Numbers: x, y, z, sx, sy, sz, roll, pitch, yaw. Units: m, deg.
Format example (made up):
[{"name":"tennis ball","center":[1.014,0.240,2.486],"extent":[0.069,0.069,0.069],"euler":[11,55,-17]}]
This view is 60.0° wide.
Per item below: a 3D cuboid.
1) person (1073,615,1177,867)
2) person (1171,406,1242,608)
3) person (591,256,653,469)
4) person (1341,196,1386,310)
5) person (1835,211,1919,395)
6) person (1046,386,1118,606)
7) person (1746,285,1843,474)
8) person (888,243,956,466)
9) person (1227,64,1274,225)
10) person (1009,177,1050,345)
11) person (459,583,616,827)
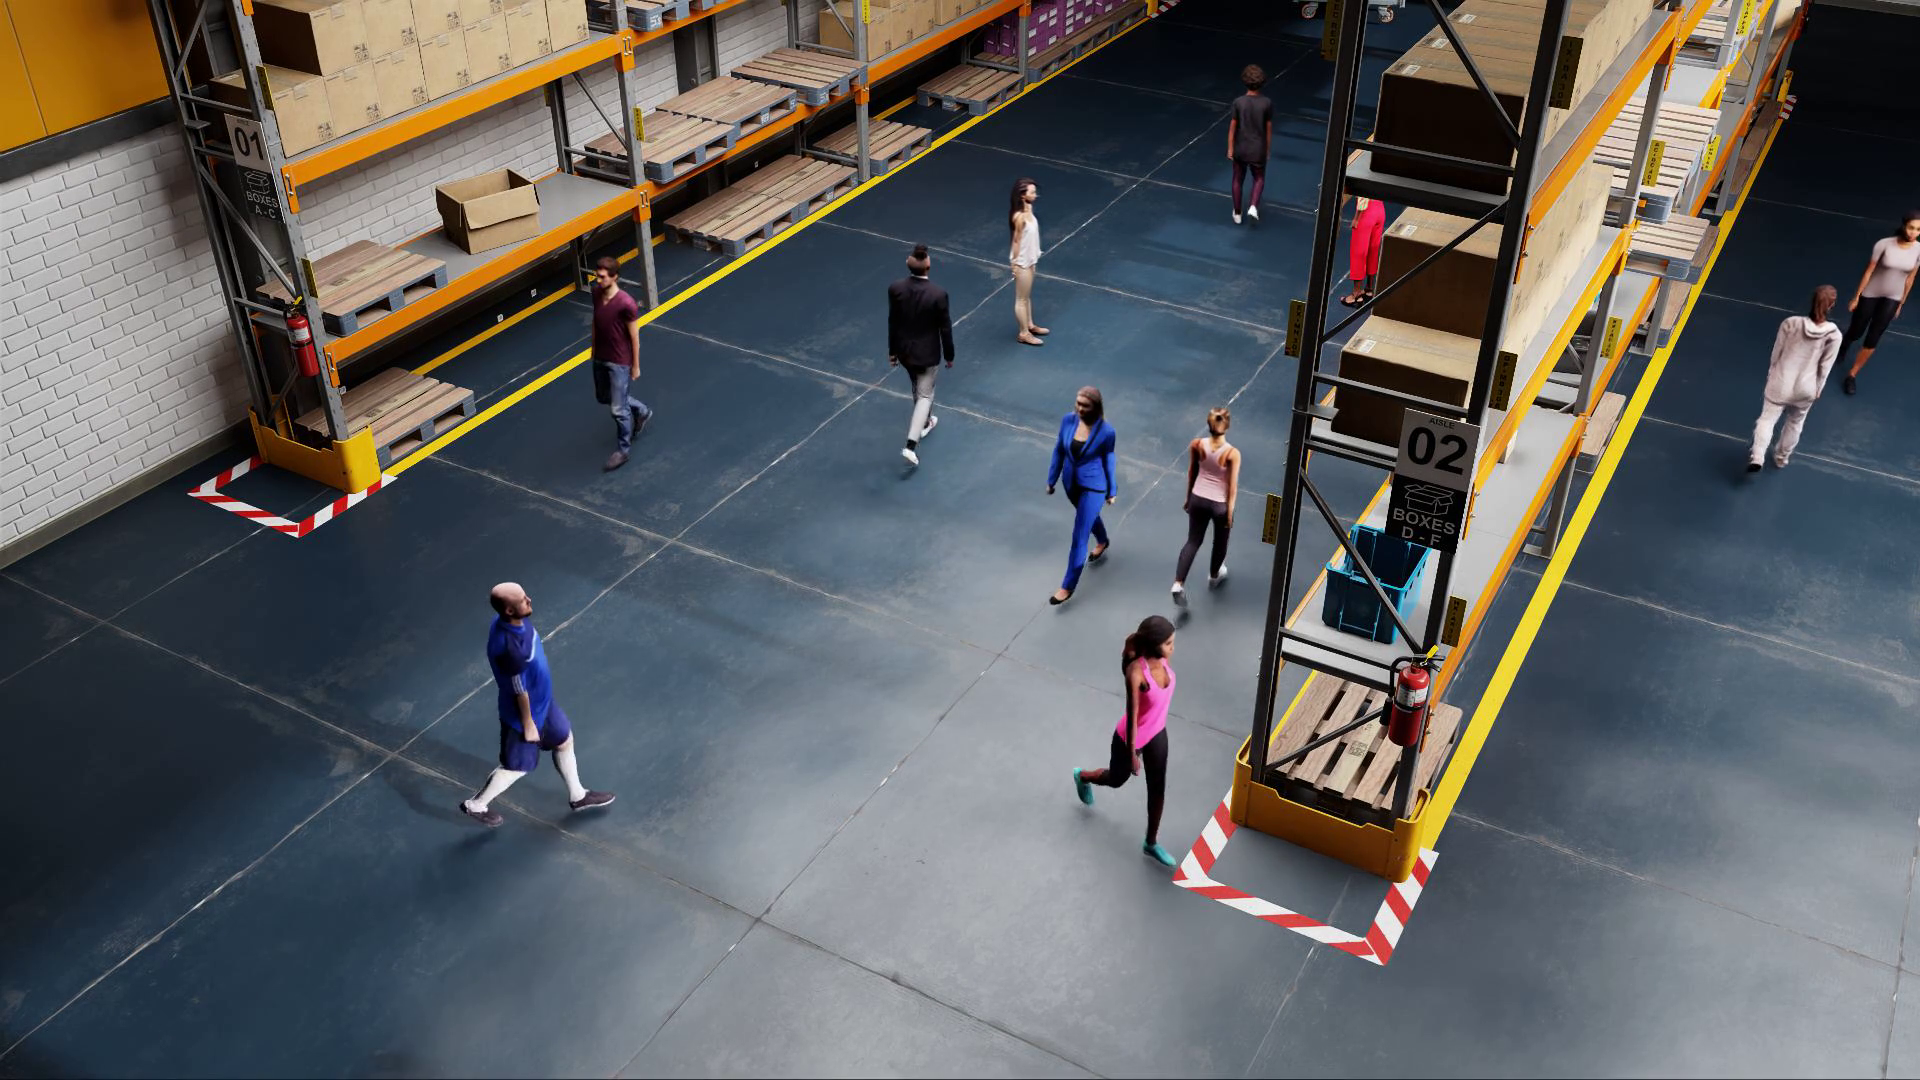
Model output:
[{"name":"person","center":[1.024,1.157,10.096],"extent":[1.117,1.689,0.909],"euler":[-22,40,-30]},{"name":"person","center":[1.813,-0.229,12.237],"extent":[0.566,1.628,0.973],"euler":[18,38,25]},{"name":"person","center":[-2.884,-1.564,14.057],"extent":[0.777,1.835,0.987],"euler":[24,40,31]},{"name":"person","center":[4.059,-3.168,16.509],"extent":[0.575,1.793,0.717],"euler":[-26,41,-33]},{"name":"person","center":[8.339,-2.203,15.120],"extent":[0.778,1.724,0.957],"euler":[11,35,16]},{"name":"person","center":[0.984,-0.420,12.502],"extent":[0.731,1.652,1.184],"euler":[22,39,29]},{"name":"person","center":[6.902,-1.280,13.775],"extent":[0.628,1.674,0.905],"euler":[19,38,26]},{"name":"person","center":[-0.368,-1.549,13.960],"extent":[0.872,1.917,1.263],"euler":[12,35,17]},{"name":"person","center":[3.175,-4.280,18.205],"extent":[0.767,1.767,0.849],"euler":[5,34,7]},{"name":"person","center":[0.593,-2.676,15.895],"extent":[0.679,1.653,0.631],"euler":[-6,34,-9]},{"name":"person","center":[-2.726,1.047,10.151],"extent":[1.190,1.811,1.200],"euler":[-5,34,-7]}]
